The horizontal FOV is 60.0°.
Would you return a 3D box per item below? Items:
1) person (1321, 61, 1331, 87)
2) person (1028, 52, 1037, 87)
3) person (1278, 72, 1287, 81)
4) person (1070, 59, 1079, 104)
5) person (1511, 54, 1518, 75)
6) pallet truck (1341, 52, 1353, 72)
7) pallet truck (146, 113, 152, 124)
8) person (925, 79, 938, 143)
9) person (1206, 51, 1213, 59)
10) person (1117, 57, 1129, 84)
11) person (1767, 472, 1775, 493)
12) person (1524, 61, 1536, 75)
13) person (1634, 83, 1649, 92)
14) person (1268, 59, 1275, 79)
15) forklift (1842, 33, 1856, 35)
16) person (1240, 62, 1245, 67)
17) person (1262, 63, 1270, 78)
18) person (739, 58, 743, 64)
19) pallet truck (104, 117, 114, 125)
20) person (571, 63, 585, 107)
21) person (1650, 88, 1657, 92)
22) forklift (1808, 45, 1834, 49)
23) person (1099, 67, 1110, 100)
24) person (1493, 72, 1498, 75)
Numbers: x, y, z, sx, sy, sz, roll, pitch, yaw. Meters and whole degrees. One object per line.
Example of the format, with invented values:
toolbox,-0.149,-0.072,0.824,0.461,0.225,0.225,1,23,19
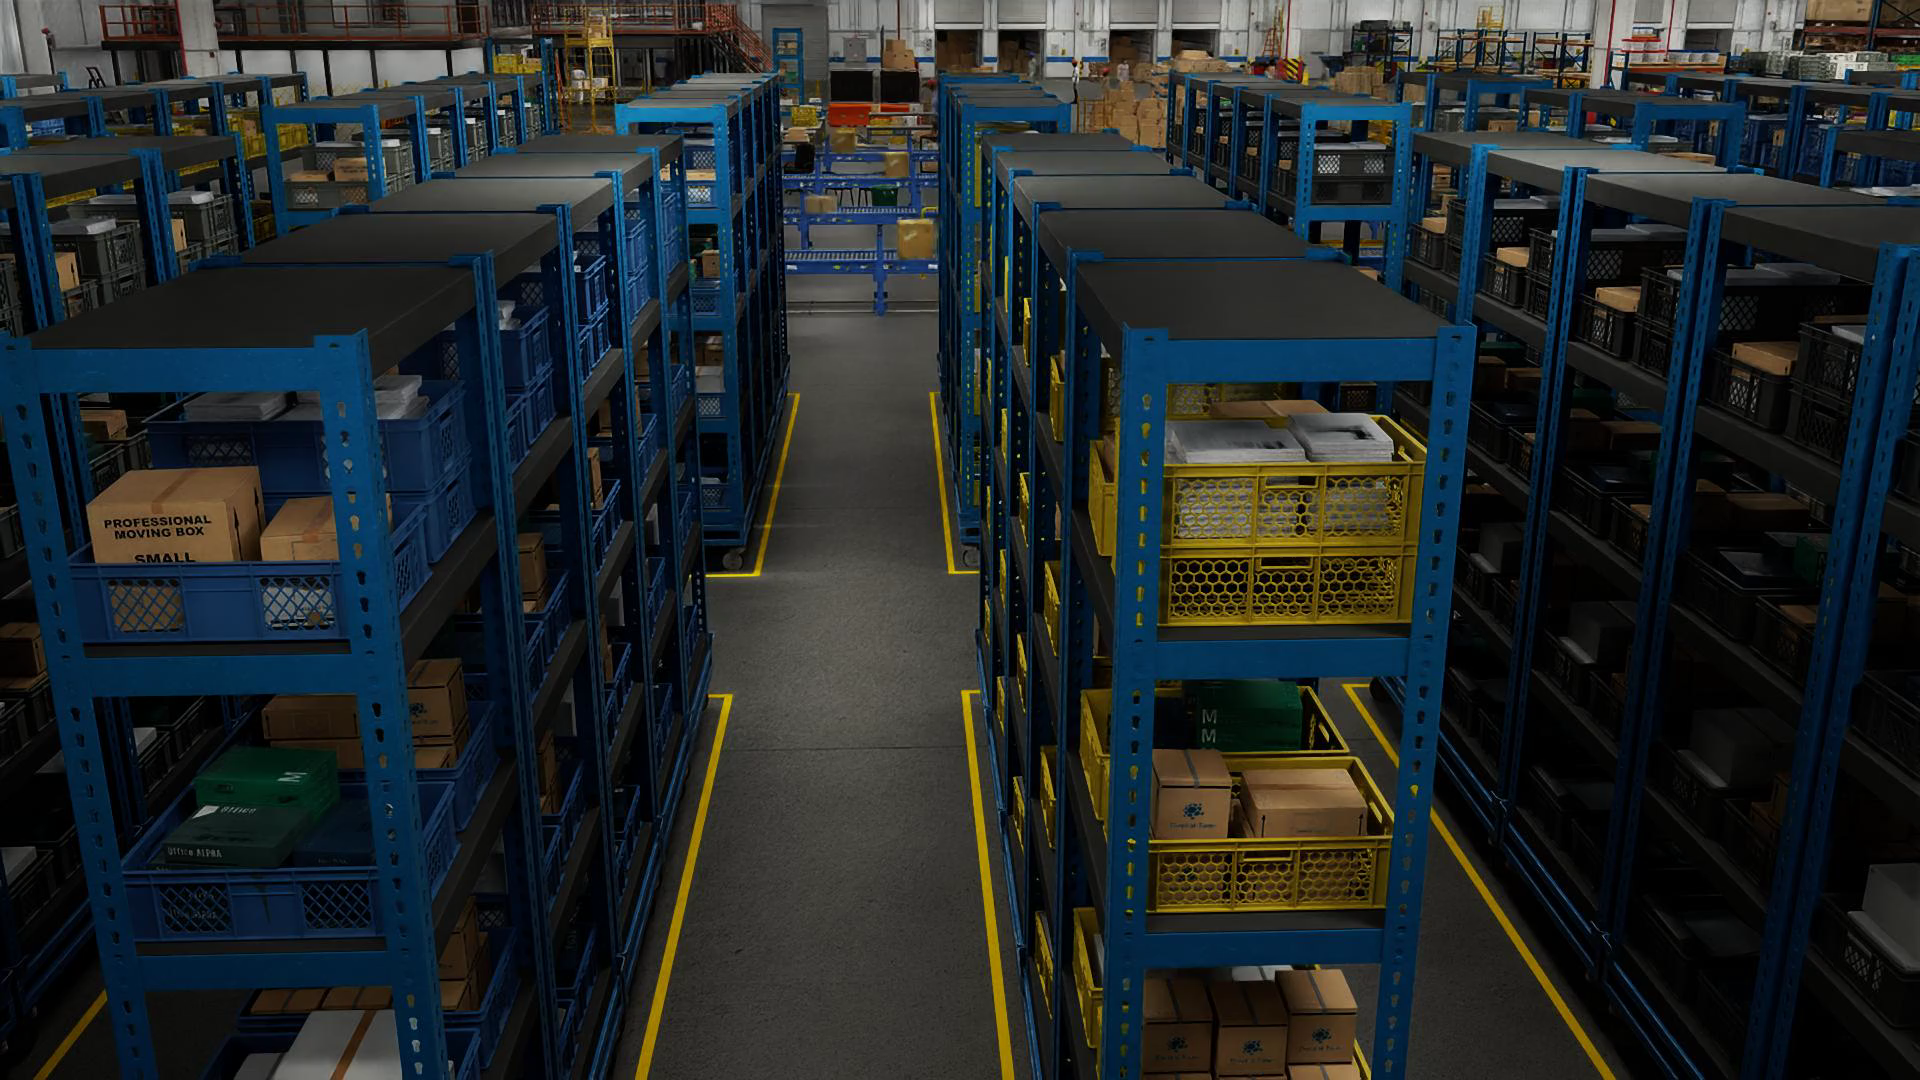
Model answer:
person,16.372,-20.624,74.781,0.805,1.830,0.584,15,23,39
person,3.641,-23.489,83.496,0.590,1.928,0.632,-6,19,-19
person,11.299,-15.617,59.052,0.566,1.974,0.623,12,21,32
person,5.068,-20.218,73.331,0.347,1.942,0.544,-1,18,-2
person,26.923,-22.747,81.227,0.899,1.888,0.617,-3,18,-9
pallet truck,18.794,-23.123,82.231,0.823,1.965,1.885,-13,22,-35
pallet truck,-18.087,-8.309,36.390,1.885,1.965,0.823,-1,18,-4
person,-0.667,-13.640,52.886,0.868,2.007,0.629,0,18,1
person,13.165,-24.769,87.573,0.430,1.845,0.619,-8,19,-22
person,7.422,-20.914,75.489,0.634,1.939,0.367,-11,21,-30
person,6.819,-0.865,13.653,0.616,1.808,0.491,0,18,1
person,25.338,-20.393,74.027,0.508,1.846,0.345,4,18,13
person,24.610,-16.046,60.261,0.653,2.000,0.696,8,19,22
person,15.052,-22.401,80.496,0.321,1.690,0.533,13,22,35
forklift,45.972,-24.928,86.404,1.873,2.768,1.129,1,18,4
person,13.012,-21.188,76.739,0.487,1.696,0.932,2,18,5
person,12.786,-18.940,69.442,0.764,1.899,0.592,8,19,23
person,-11.779,-24.936,88.174,0.914,1.804,0.626,-15,23,-38
pallet truck,-18.367,-7.885,35.078,1.885,1.965,0.823,1,18,2
person,-16.298,-19.443,71.078,0.588,1.853,0.874,-3,18,-8
person,21.573,-13.200,51.914,0.348,1.759,0.526,-17,24,-42
forklift,31.325,-16.635,60.741,1.129,2.768,1.873,-1,18,-2
person,5.752,-17.496,64.985,0.964,1.902,0.543,-5,19,-15
person,19.590,-16.252,61.205,0.645,1.849,0.554,-6,19,-18
